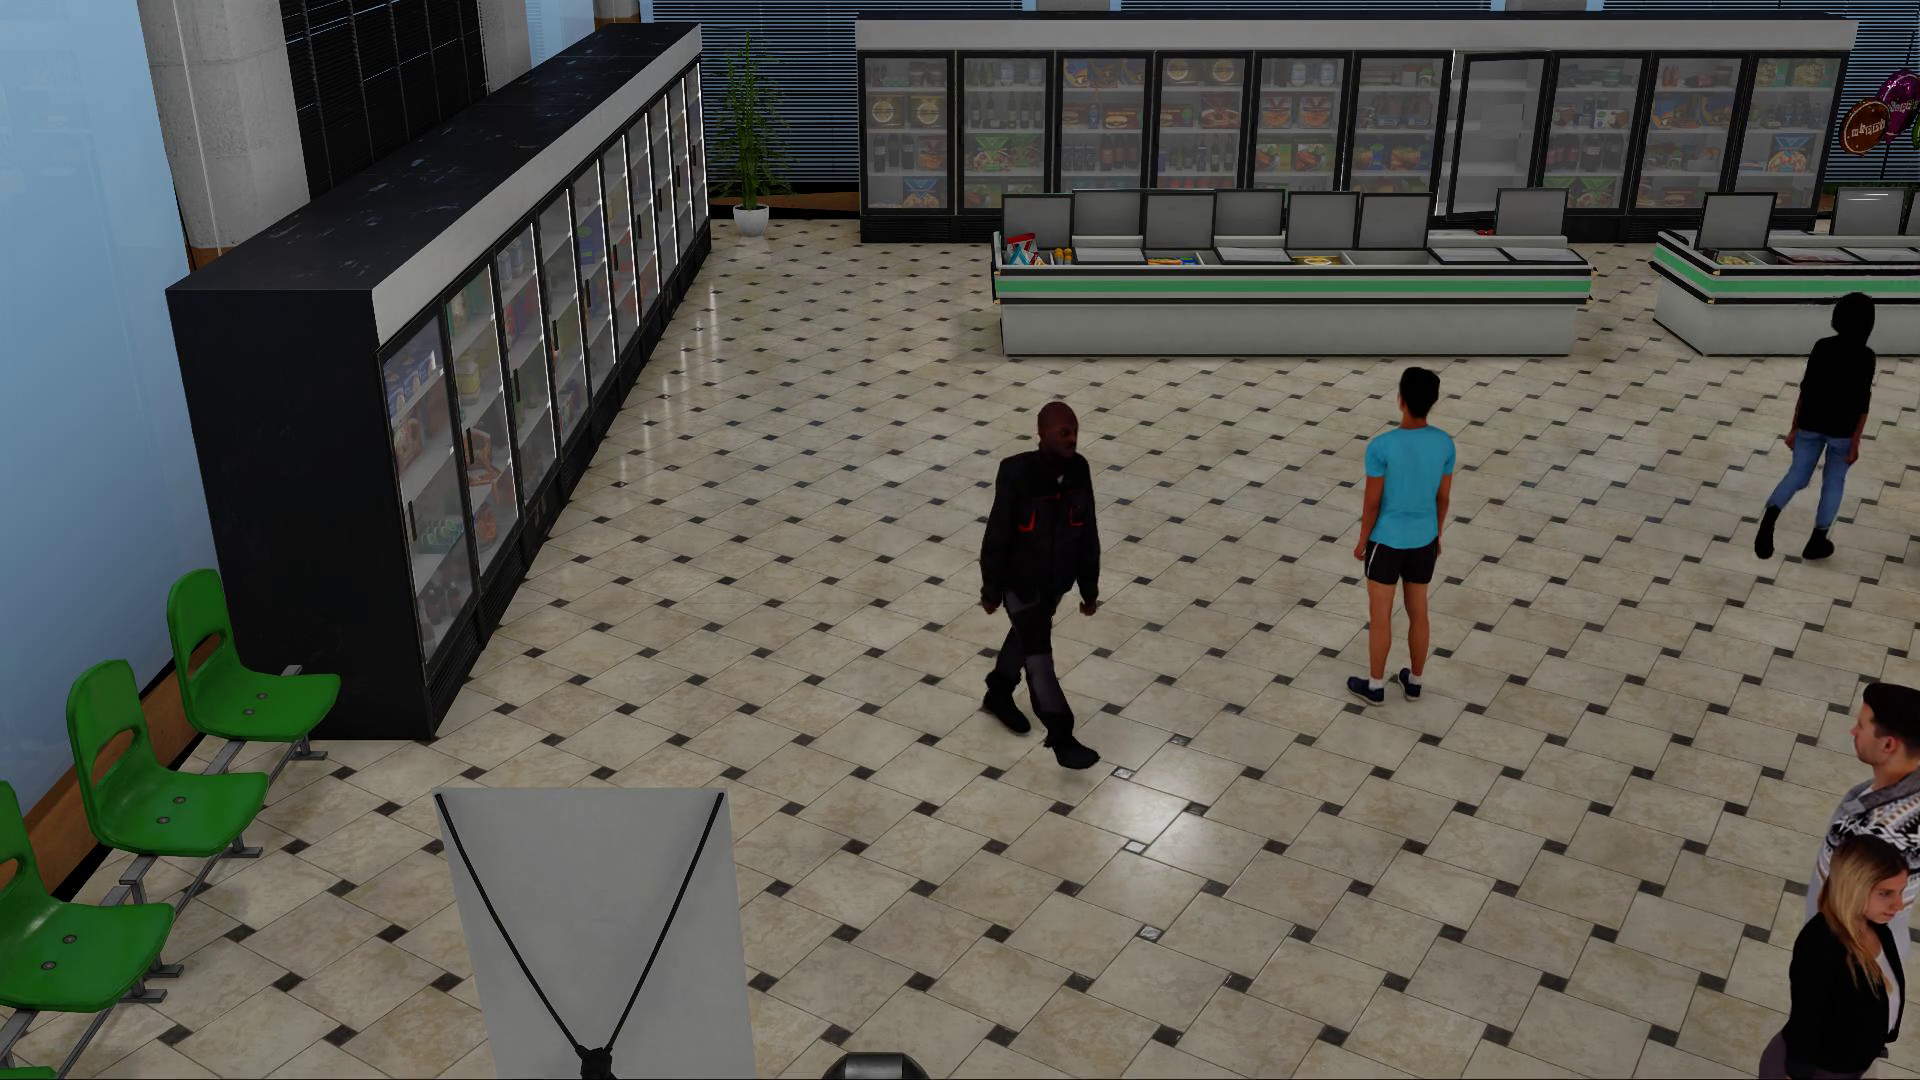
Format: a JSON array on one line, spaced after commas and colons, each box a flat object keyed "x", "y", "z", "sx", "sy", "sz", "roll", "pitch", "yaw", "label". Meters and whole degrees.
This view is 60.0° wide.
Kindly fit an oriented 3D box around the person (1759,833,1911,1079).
[{"x": 2.471, "y": 1.580, "z": 4.875, "sx": 0.673, "sy": 1.667, "sz": 0.734, "roll": -21, "pitch": 31, "yaw": -40, "label": "person"}]

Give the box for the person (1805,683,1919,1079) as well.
[{"x": 2.836, "y": 1.309, "z": 5.259, "sx": 0.790, "sy": 1.855, "sz": 0.744, "roll": 20, "pitch": 31, "yaw": 38, "label": "person"}]

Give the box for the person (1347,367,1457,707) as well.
[{"x": 2.229, "y": 0.000, "z": 8.352, "sx": 0.503, "sy": 1.774, "sz": 0.712, "roll": -4, "pitch": 24, "yaw": -10, "label": "person"}]

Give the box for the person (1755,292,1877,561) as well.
[{"x": 5.095, "y": -0.606, "z": 9.860, "sx": 1.055, "sy": 1.676, "sz": 0.947, "roll": -18, "pitch": 30, "yaw": -36, "label": "person"}]

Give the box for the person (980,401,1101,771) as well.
[{"x": 0.302, "y": 0.158, "z": 7.977, "sx": 1.245, "sy": 1.785, "sz": 1.208, "roll": -15, "pitch": 28, "yaw": -31, "label": "person"}]
